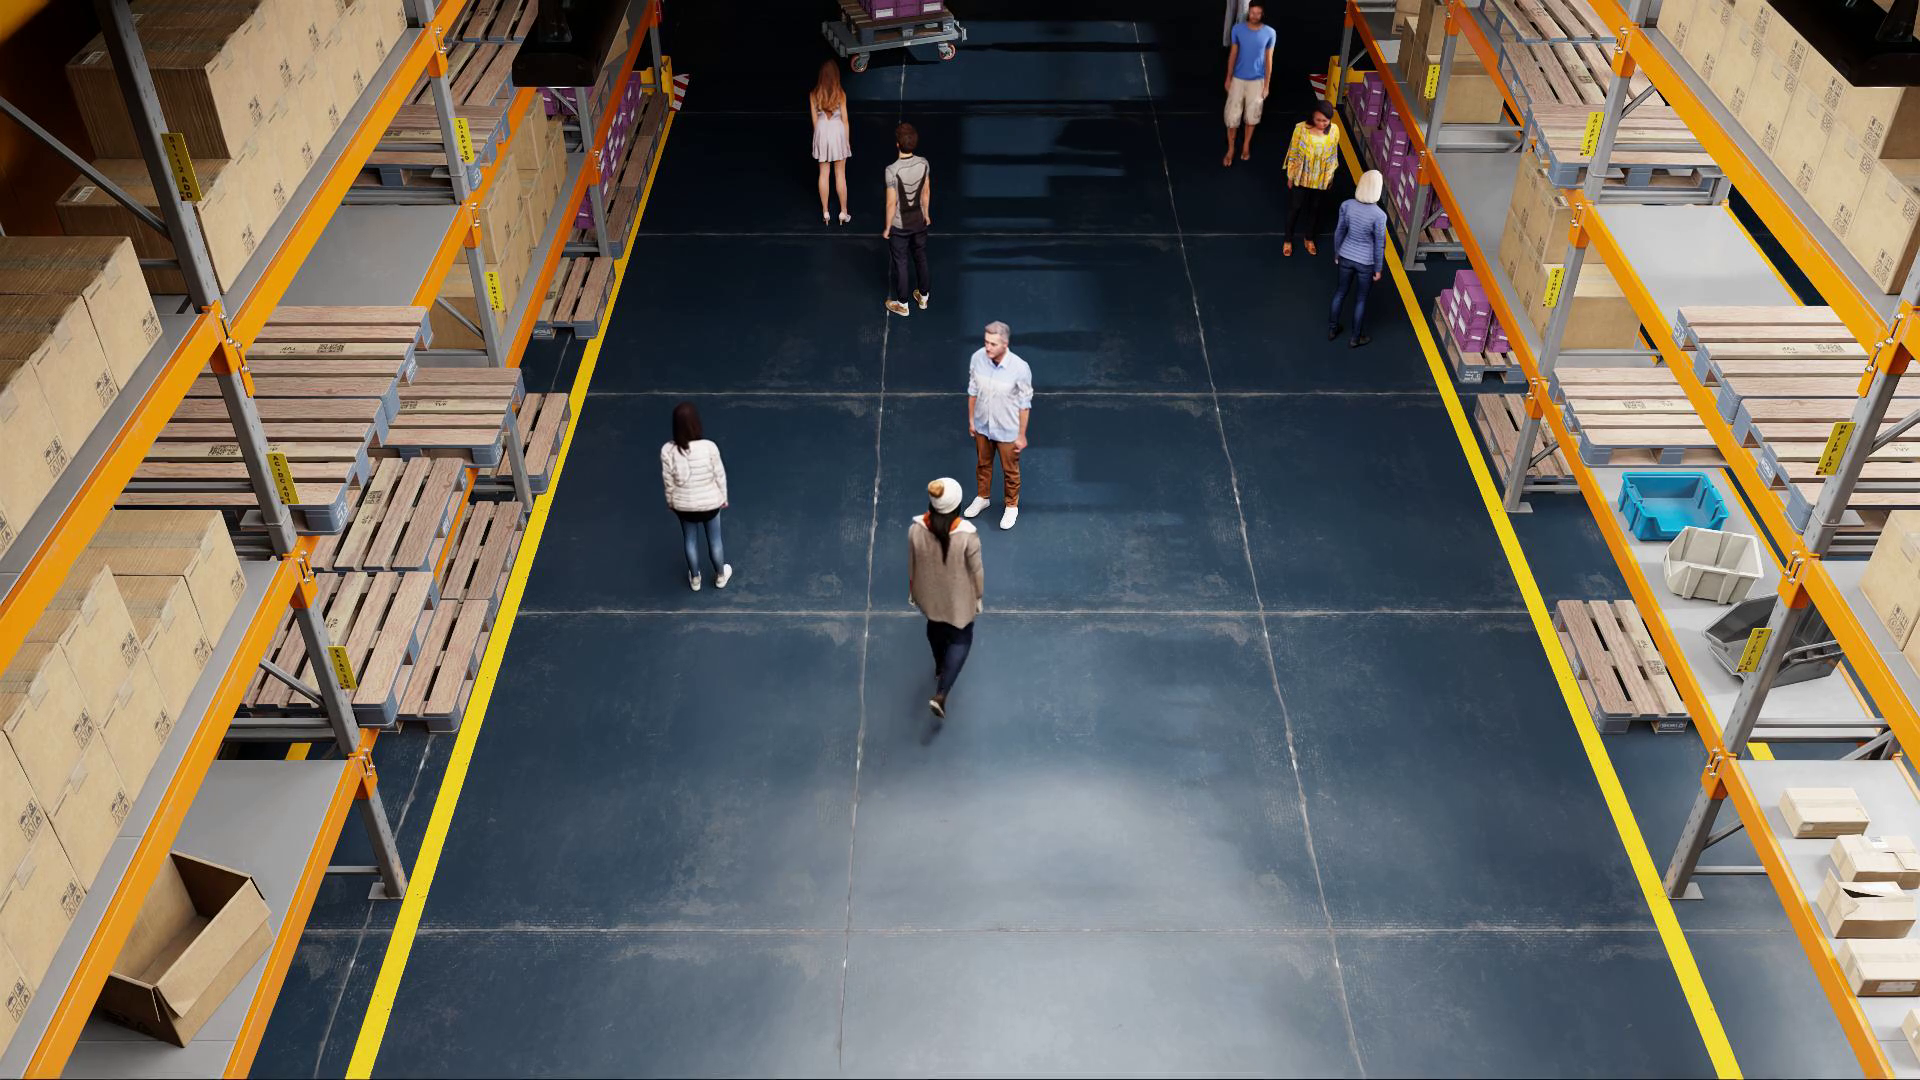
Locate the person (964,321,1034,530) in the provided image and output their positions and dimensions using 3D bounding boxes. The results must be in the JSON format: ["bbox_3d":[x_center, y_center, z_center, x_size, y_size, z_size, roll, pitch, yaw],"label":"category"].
[{"bbox_3d":[0.298,-0.925,13.051,0.770,1.826,0.742,18,42,21],"label":"person"}]

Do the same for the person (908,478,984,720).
[{"bbox_3d":[-0.134,0.386,11.372,0.930,1.873,1.174,13,40,16],"label":"person"}]

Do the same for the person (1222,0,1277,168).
[{"bbox_3d":[3.163,-5.069,18.224,0.734,1.845,0.810,7,39,8],"label":"person"}]

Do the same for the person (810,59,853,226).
[{"bbox_3d":[-1.320,-4.058,17.019,0.586,1.769,0.603,4,39,5],"label":"person"}]

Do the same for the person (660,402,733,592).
[{"bbox_3d":[-1.967,-0.310,12.434,0.622,1.635,0.554,-2,39,-2],"label":"person"}]

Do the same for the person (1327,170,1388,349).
[{"bbox_3d":[3.633,-2.570,15.176,0.724,1.745,0.767,29,47,31],"label":"person"}]

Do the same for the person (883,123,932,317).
[{"bbox_3d":[-0.491,-3.001,15.594,0.741,1.895,0.749,-22,44,-25],"label":"person"}]

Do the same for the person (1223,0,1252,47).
[{"bbox_3d":[3.496,-6.996,20.698,0.664,1.770,0.718,30,48,32],"label":"person"}]

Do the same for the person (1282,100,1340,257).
[{"bbox_3d":[3.485,-3.611,16.557,0.731,1.648,0.764,-4,39,-5],"label":"person"}]
